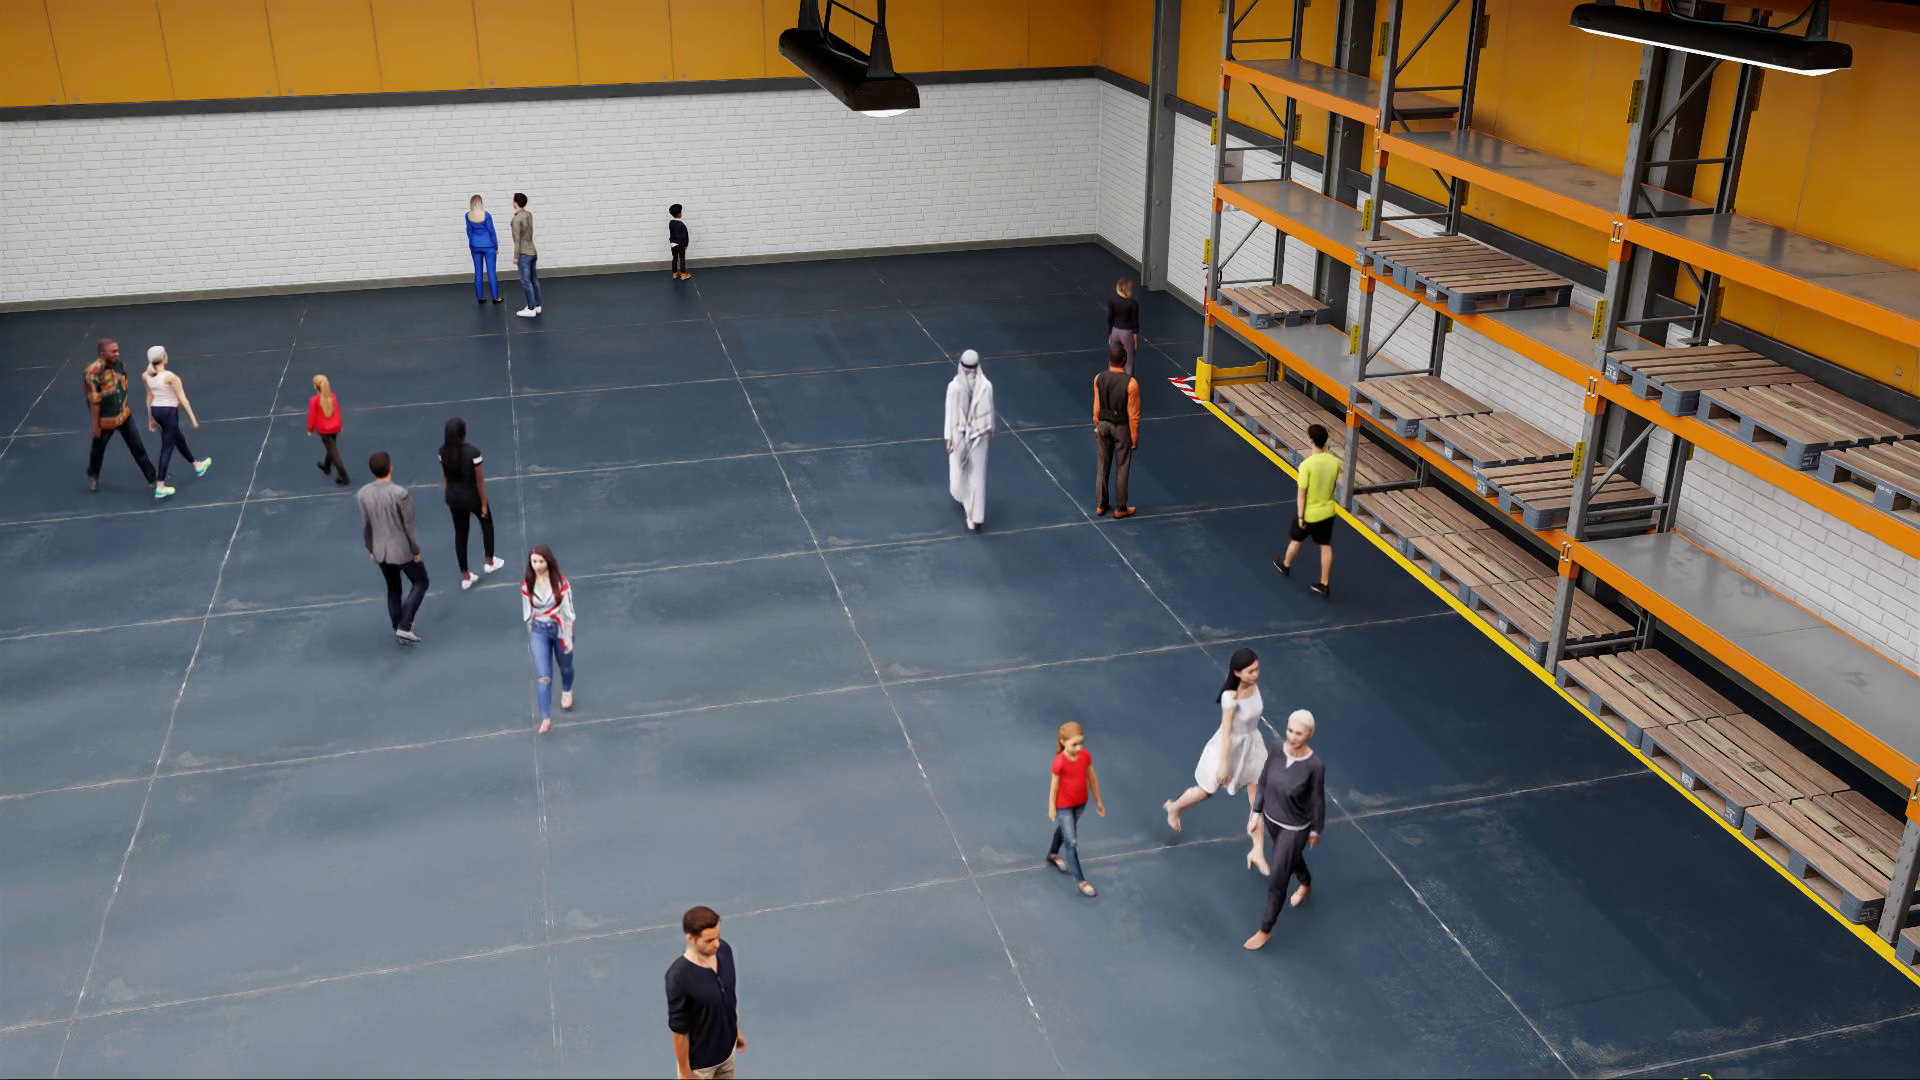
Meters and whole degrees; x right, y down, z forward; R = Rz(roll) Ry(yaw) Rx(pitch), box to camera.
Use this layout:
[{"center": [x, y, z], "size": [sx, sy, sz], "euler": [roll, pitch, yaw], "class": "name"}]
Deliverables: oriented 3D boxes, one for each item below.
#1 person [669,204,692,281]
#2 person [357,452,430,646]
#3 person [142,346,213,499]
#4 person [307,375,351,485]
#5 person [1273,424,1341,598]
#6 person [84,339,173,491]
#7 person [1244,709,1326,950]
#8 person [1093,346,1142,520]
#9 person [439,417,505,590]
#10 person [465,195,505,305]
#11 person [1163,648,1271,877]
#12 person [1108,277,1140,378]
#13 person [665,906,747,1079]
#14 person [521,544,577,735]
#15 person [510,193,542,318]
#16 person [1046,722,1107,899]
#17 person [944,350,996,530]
[{"center": [-4.624, -4.895, 27.264], "size": [0.564, 1.223, 0.630], "euler": [14, 27, 30], "class": "person"}, {"center": [-5.112, 0.132, 14.973], "size": [0.860, 1.857, 0.916], "euler": [4, 24, 9], "class": "person"}, {"center": [-8.843, -1.274, 18.451], "size": [1.048, 1.648, 1.272], "euler": [7, 25, 15], "class": "person"}, {"center": [-7.124, -1.224, 18.832], "size": [0.941, 1.251, 0.834], "euler": [16, 28, 32], "class": "person"}, {"center": [3.497, -0.252, 16.087], "size": [0.645, 1.668, 1.024], "euler": [-7, 25, -15], "class": "person"}, {"center": [-9.548, -1.376, 18.576], "size": [1.260, 1.734, 1.280], "euler": [11, 26, 24], "class": "person"}, {"center": [2.262, 1.859, 11.238], "size": [0.964, 1.684, 1.105], "euler": [-19, 30, -37], "class": "person"}, {"center": [1.666, -1.165, 17.877], "size": [0.779, 1.908, 0.843], "euler": [14, 27, 28], "class": "person"}, {"center": [-4.859, -0.340, 16.234], "size": [0.847, 1.711, 0.977], "euler": [4, 24, 10], "class": "person"}, {"center": [-7.399, -4.511, 25.790], "size": [0.697, 1.701, 0.686], "euler": [4, 24, 8], "class": "person"}, {"center": [1.873, 1.555, 11.879], "size": [1.248, 1.727, 1.041], "euler": [20, 31, 38], "class": "person"}, {"center": [2.083, -2.553, 21.346], "size": [0.659, 1.672, 0.734], "euler": [16, 28, 32], "class": "person"}, {"center": [-1.376, 2.752, 8.987], "size": [0.749, 1.851, 0.697], "euler": [14, 27, 29], "class": "person"}, {"center": [-3.382, 0.762, 13.893], "size": [0.697, 1.567, 1.074], "euler": [-3, 24, -6], "class": "person"}, {"center": [-6.556, -4.320, 25.148], "size": [0.851, 1.864, 0.714], "euler": [6, 24, 13], "class": "person"}, {"center": [0.749, 1.837, 11.789], "size": [0.680, 1.282, 0.935], "euler": [-15, 28, -31], "class": "person"}, {"center": [0.119, -1.029, 17.599], "size": [0.845, 1.881, 1.285], "euler": [-3, 24, -6], "class": "person"}]
